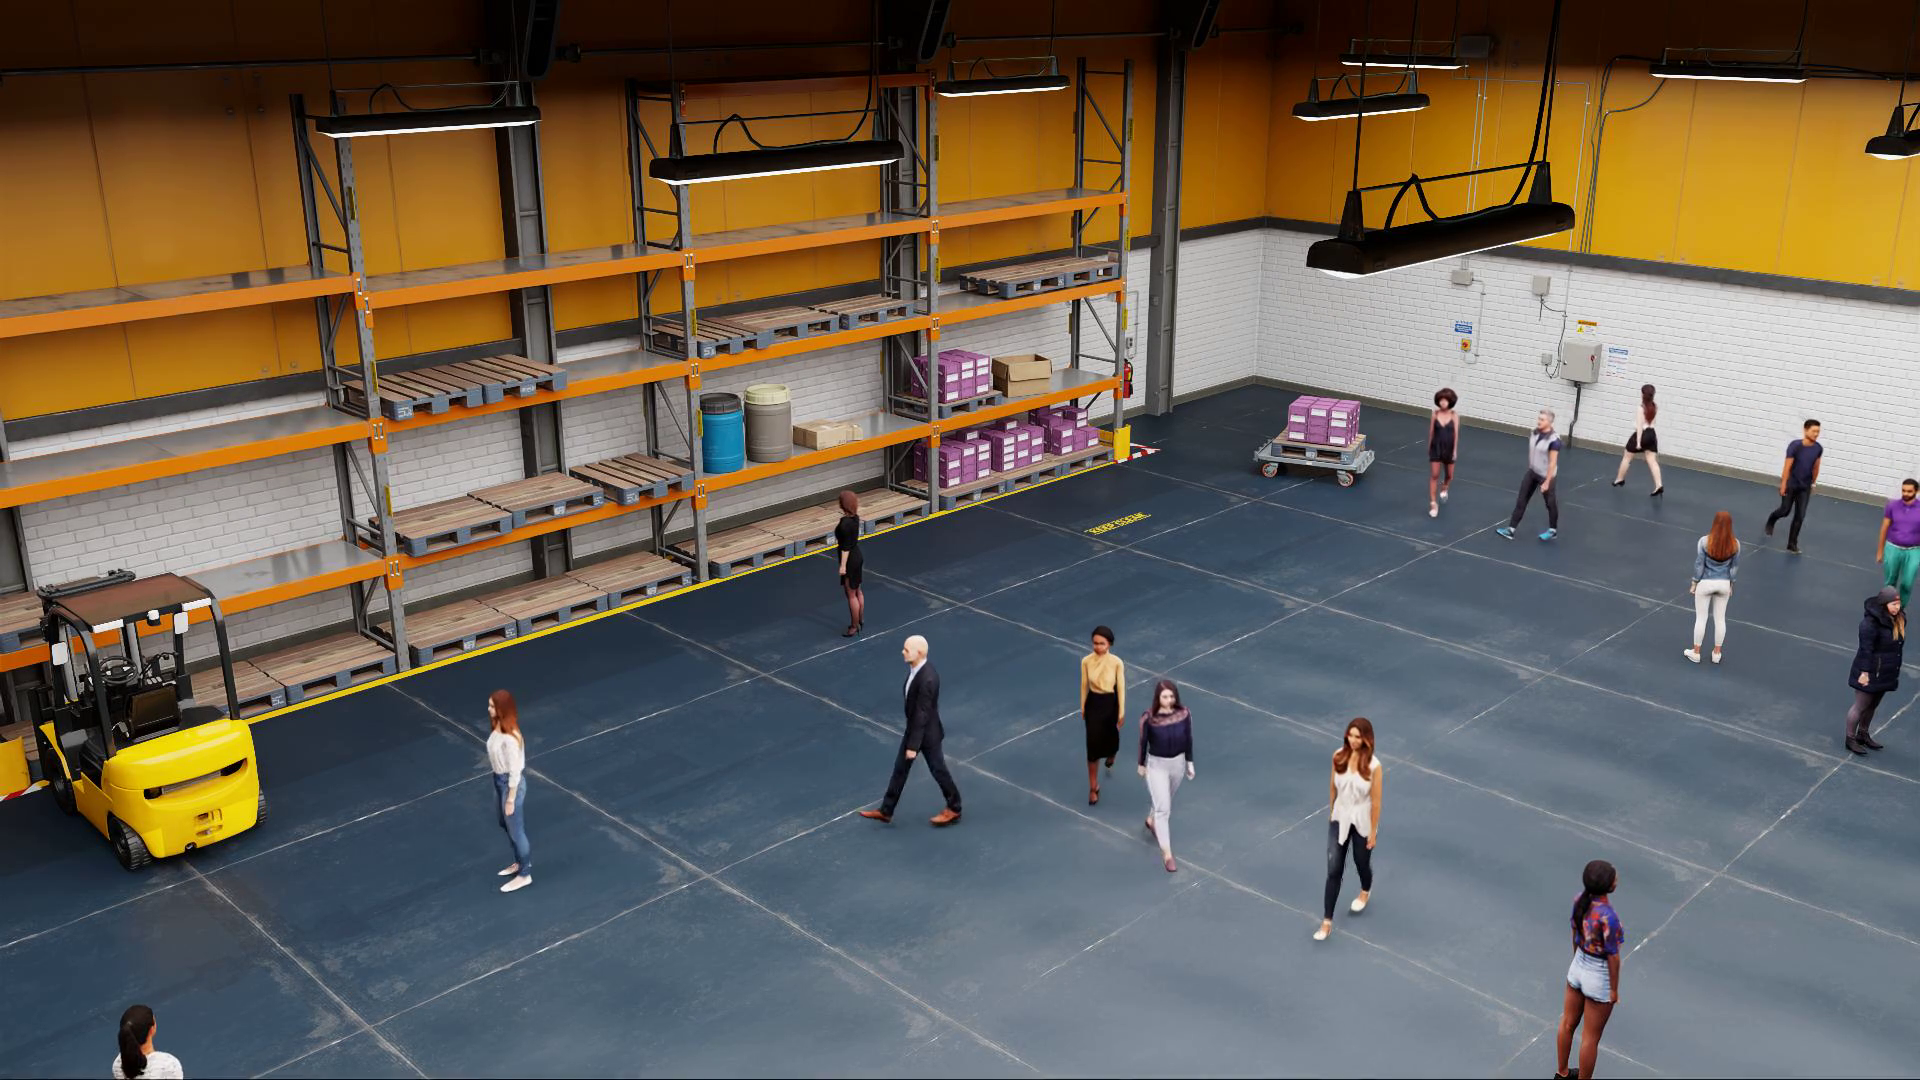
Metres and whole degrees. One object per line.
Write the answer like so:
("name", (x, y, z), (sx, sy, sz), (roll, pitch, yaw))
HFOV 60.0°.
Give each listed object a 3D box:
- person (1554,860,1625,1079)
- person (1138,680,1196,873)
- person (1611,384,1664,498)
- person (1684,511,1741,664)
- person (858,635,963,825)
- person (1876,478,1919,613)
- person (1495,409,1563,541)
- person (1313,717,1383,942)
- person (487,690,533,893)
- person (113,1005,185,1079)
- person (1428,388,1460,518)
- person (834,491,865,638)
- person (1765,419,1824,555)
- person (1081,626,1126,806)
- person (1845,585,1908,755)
("person", (4.136, 2.879, 10.912), (0.661, 1.743, 0.664), (-6, 20, -18))
("person", (1.722, 1.916, 14.045), (1.089, 1.568, 0.982), (-6, 19, -16))
("person", (9.842, -1.372, 23.760), (1.102, 1.600, 0.870), (-9, 21, -25))
("person", (8.168, 0.507, 18.021), (0.682, 1.701, 0.706), (2, 19, 7))
("person", (-0.241, 1.685, 14.439), (1.259, 1.755, 1.024), (-6, 20, -18))
("person", (10.819, 0.120, 19.096), (0.724, 1.749, 0.829), (12, 22, 32))
("person", (7.720, -0.822, 21.847), (1.254, 1.778, 0.977), (-8, 20, -23))
("person", (3.106, 2.218, 12.944), (0.722, 1.700, 1.146), (14, 23, 35))
("person", (-3.628, 2.005, 13.532), (0.625, 1.728, 0.661), (-10, 21, -27))
("person", (-4.581, 3.433, 9.455), (0.811, 1.624, 0.907), (4, 19, 11))
("person", (6.718, -1.239, 23.102), (0.883, 1.767, 1.091), (5, 19, 15))
("person", (-1.232, 0.259, 18.753), (0.720, 1.704, 0.601), (5, 19, 14))
("person", (10.833, -0.734, 21.600), (1.038, 1.768, 1.097), (0, 19, 1))
("person", (1.318, 1.546, 15.054), (0.902, 1.625, 1.066), (4, 19, 11))
("person", (8.761, 1.226, 15.927), (0.678, 1.675, 0.800), (-11, 21, -29))
